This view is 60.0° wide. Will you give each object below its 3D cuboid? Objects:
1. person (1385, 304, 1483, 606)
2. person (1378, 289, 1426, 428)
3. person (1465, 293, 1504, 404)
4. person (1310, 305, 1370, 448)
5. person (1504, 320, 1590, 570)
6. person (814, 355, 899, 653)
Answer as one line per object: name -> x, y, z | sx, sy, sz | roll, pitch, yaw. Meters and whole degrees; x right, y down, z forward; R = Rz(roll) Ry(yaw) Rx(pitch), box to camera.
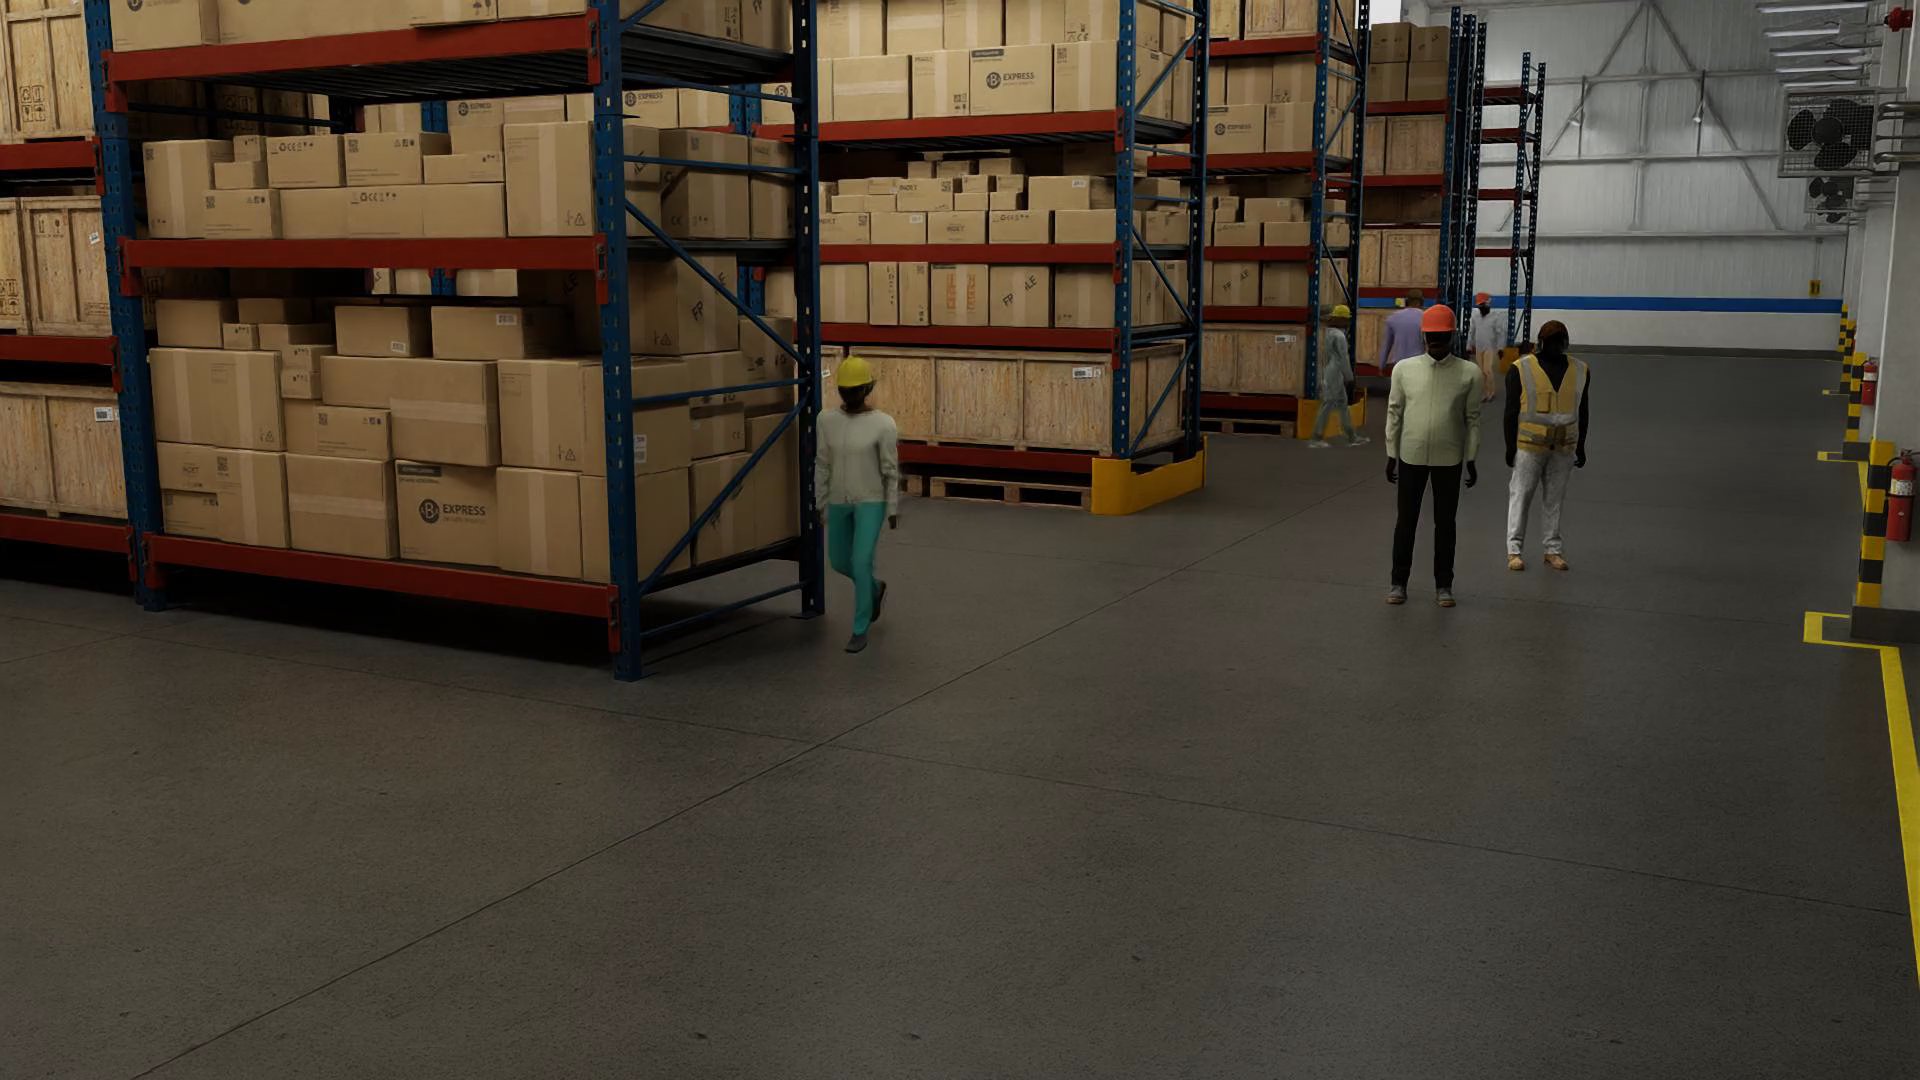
person -> 3.117, -0.552, 10.998 | 0.608, 1.996, 0.380 | 3, 10, 15
person -> 5.542, -2.121, 20.387 | 0.746, 1.881, 0.891 | 6, 11, 31
person -> 8.149, -2.979, 25.879 | 0.526, 1.711, 0.584 | -8, 12, -38
person -> 4.560, -1.938, 19.848 | 0.762, 1.713, 0.493 | 1, 10, 4
person -> 4.316, -0.690, 12.245 | 0.624, 1.844, 0.430 | 0, 10, 0
person -> -0.588, -0.243, 9.922 | 0.521, 1.739, 0.663 | 4, 11, 22
